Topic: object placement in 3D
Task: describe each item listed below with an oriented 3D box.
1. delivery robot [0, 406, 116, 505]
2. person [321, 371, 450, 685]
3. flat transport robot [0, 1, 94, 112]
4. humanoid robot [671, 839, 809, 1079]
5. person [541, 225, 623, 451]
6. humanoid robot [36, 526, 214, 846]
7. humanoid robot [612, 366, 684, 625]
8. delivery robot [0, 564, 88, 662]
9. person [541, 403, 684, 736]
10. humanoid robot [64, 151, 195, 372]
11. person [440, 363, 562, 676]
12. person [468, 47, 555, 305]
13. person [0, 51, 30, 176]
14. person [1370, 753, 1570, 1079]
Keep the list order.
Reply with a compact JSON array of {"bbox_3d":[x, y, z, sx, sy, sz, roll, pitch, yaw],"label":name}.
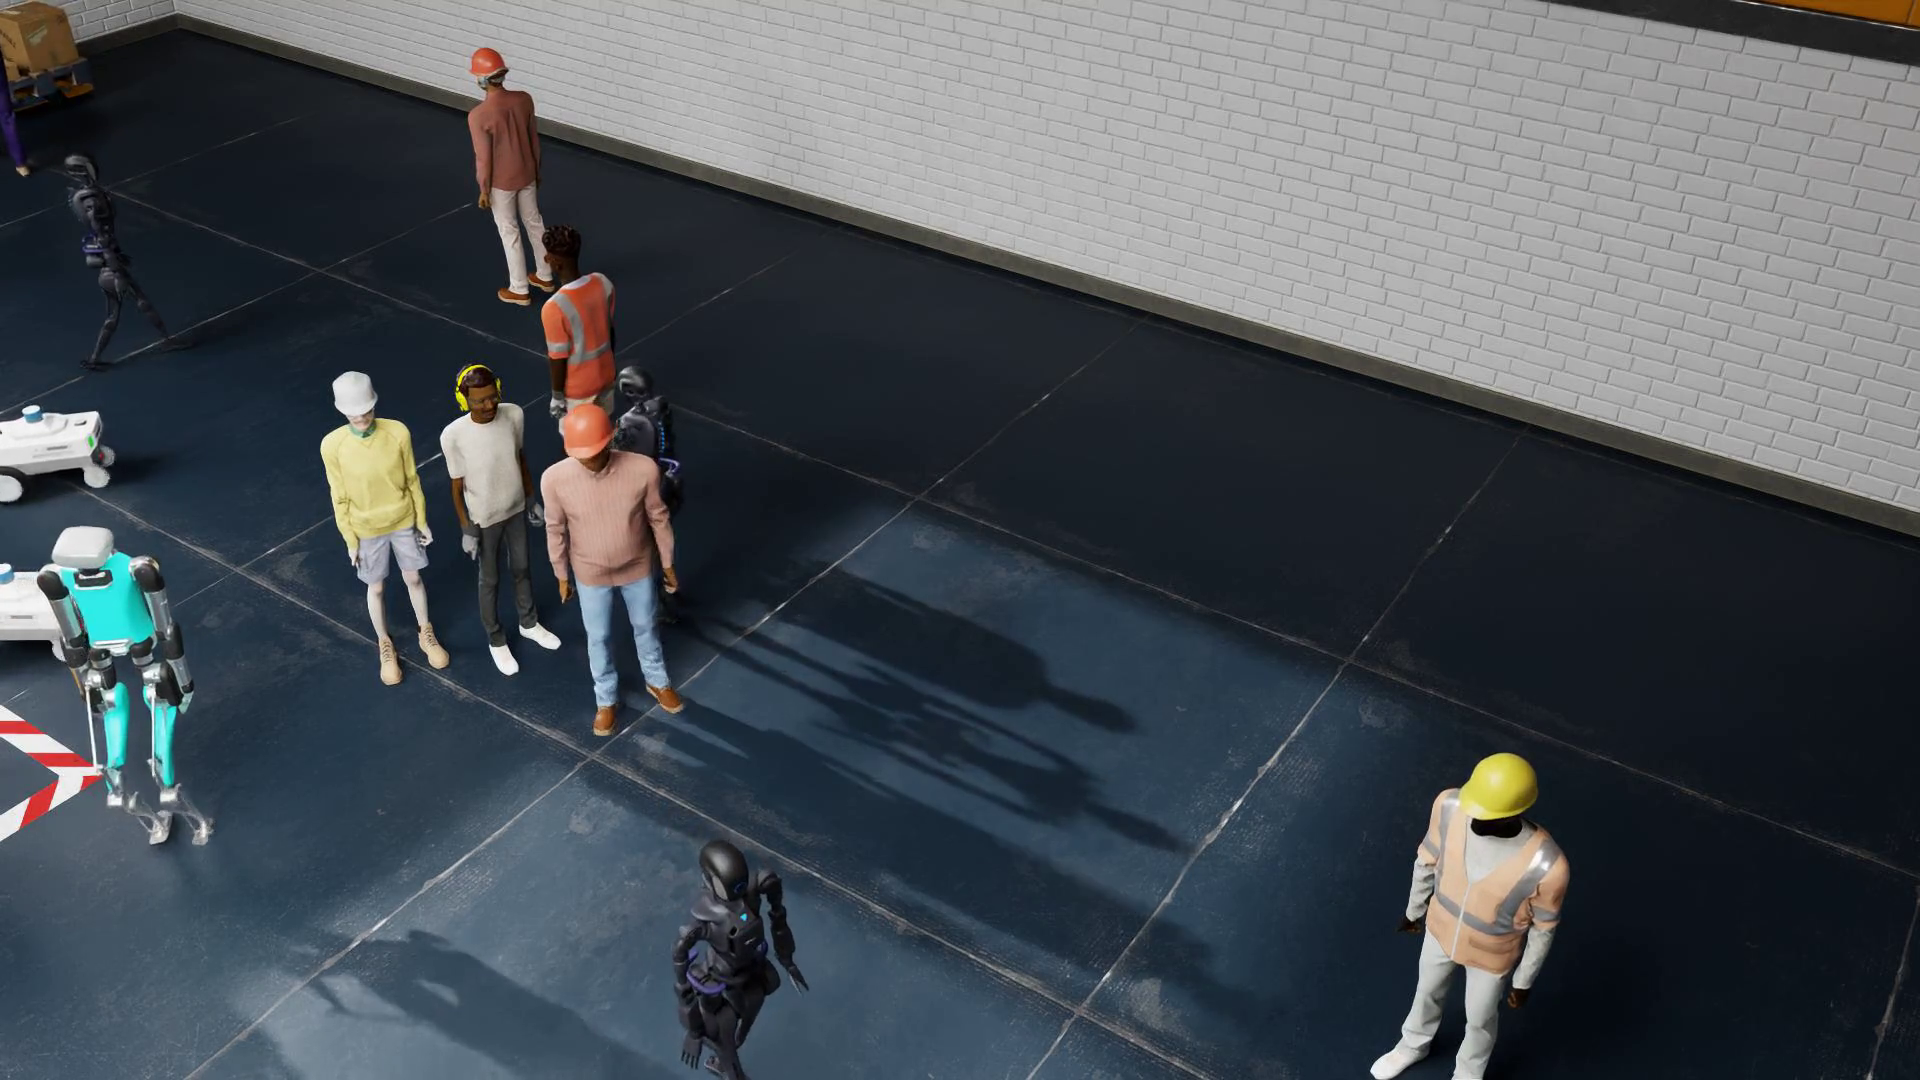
[{"bbox_3d":[-5.987,-0.607,10.855,0.737,0.564,0.499,-8,36,-12],"label":"delivery robot"},{"bbox_3d":[-3.105,-0.085,8.973,0.474,1.892,0.396,-17,39,-23],"label":"person"},{"bbox_3d":[-9.499,-4.423,16.585,0.659,0.231,1.431,22,40,28],"label":"flat transport robot"},{"bbox_3d":[-0.850,1.774,6.532,0.755,1.626,0.588,28,44,34],"label":"humanoid robot"},{"bbox_3d":[-2.313,-1.011,10.242,0.377,1.953,0.615,14,37,19],"label":"person"},{"bbox_3d":[-3.911,0.811,7.812,0.531,1.791,0.679,-5,35,-7],"label":"humanoid robot"},{"bbox_3d":[-1.785,-0.245,9.390,0.385,1.662,0.589,15,38,21],"label":"humanoid robot"},{"bbox_3d":[-5.366,0.409,9.439,0.801,0.606,0.499,0,35,0],"label":"delivery robot"},{"bbox_3d":[-1.780,0.138,8.585,0.637,1.983,0.452,-9,36,-12],"label":"person"},{"bbox_3d":[-6.111,-1.997,11.935,0.789,1.633,0.605,-15,38,-21],"label":"humanoid robot"},{"bbox_3d":[-2.493,-0.134,9.058,0.336,1.872,0.516,28,44,34],"label":"person"},{"bbox_3d":[-3.456,-2.774,12.726,0.393,1.990,0.623,21,40,27],"label":"person"},{"bbox_3d":[-8.817,-4.119,15.005,0.454,1.574,0.867,-22,41,-29],"label":"person"},{"bbox_3d":[2.013,1.573,6.573,0.380,1.922,0.591,-28,44,-34],"label":"person"}]
